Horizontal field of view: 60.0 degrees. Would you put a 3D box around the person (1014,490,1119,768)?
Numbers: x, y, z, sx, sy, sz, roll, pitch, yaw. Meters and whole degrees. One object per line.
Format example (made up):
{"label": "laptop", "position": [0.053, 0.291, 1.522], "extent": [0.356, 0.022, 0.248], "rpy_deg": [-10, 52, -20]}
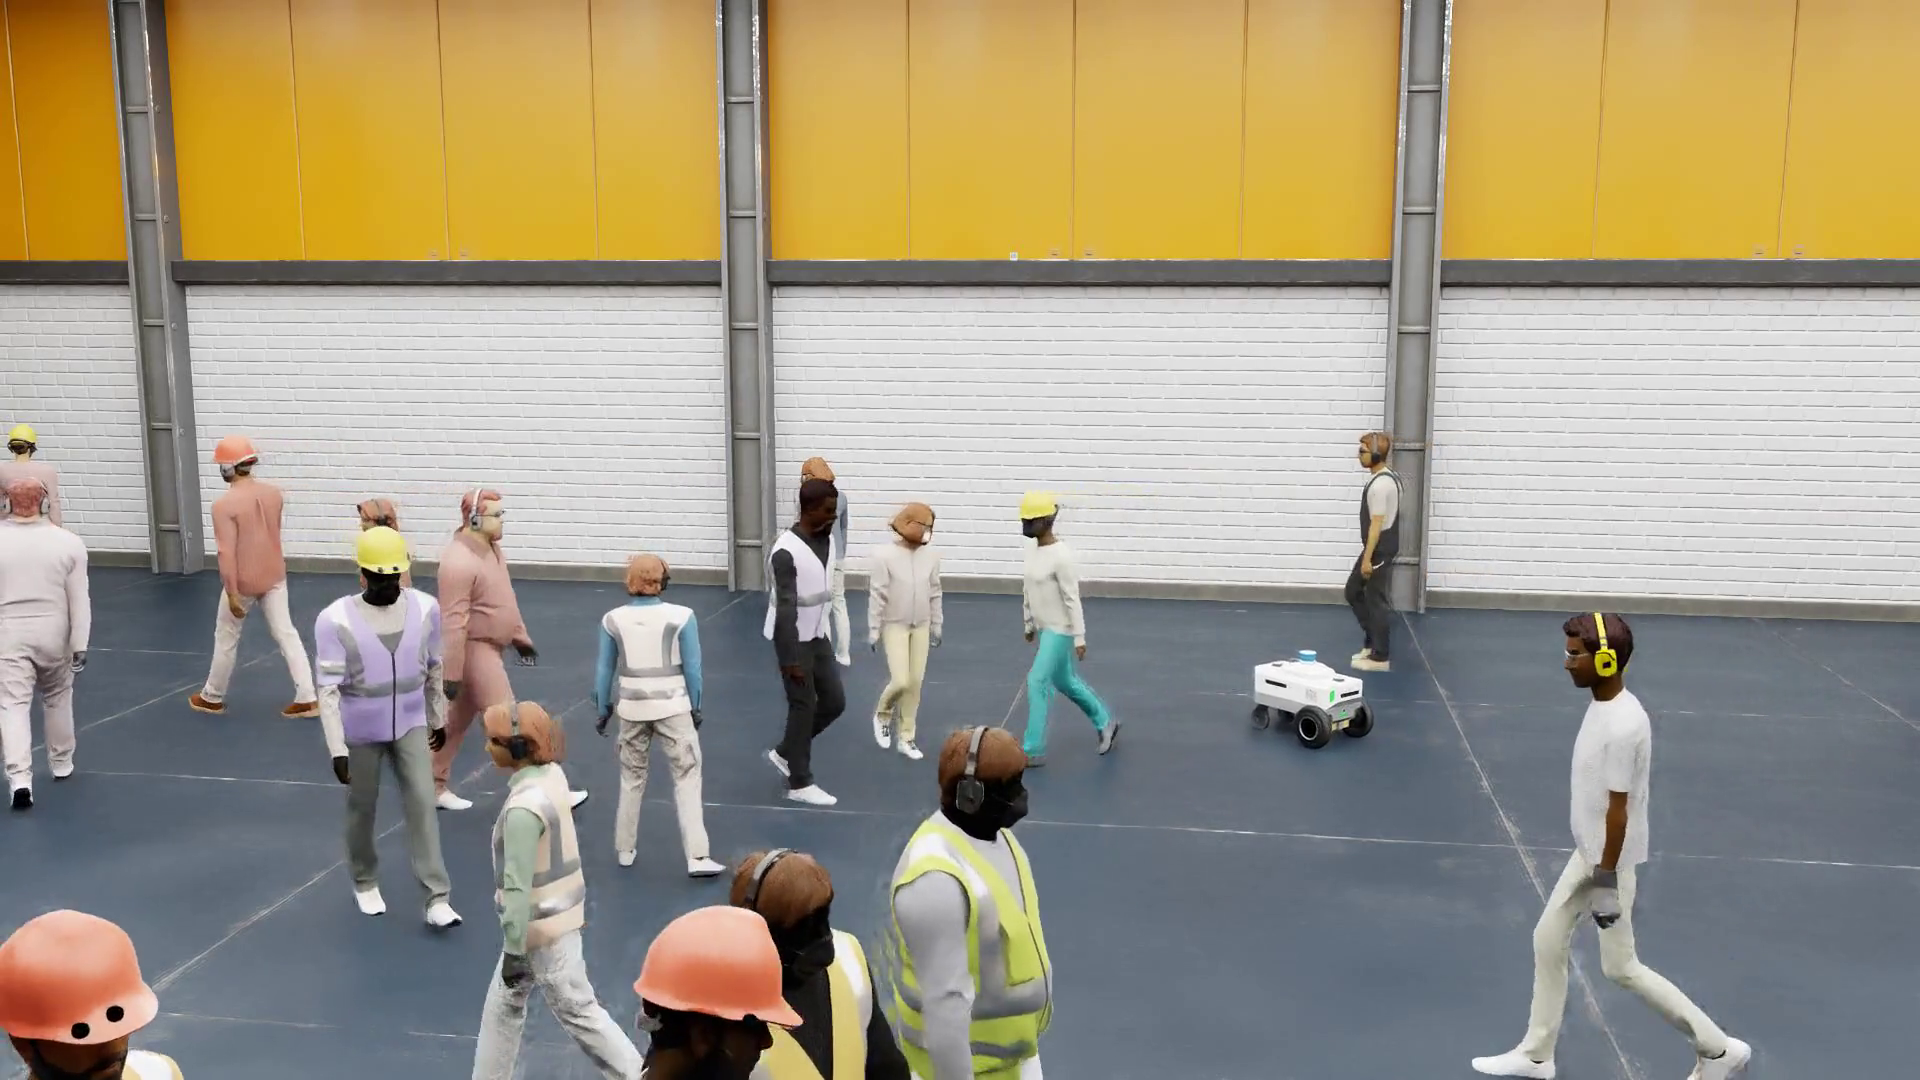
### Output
{"label": "person", "position": [0.634, 0.532, 10.221], "extent": [0.844, 1.718, 0.561], "rpy_deg": [-3, 10, -21]}

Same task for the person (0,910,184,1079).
{"label": "person", "position": [-1.563, 1.594, 3.027], "extent": [0.400, 1.922, 0.553], "rpy_deg": [5, 10, 26]}

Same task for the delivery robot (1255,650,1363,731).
{"label": "delivery robot", "position": [2.261, 0.963, 10.836], "extent": [0.477, 0.478, 0.707], "rpy_deg": [-7, 12, -37]}

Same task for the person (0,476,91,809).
{"label": "person", "position": [-5.341, 0.566, 9.564], "extent": [0.638, 1.863, 0.963], "rpy_deg": [-5, 10, -28]}

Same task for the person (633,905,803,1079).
{"label": "person", "position": [-0.446, 1.609, 3.003], "extent": [0.781, 1.894, 0.594], "rpy_deg": [4, 10, 22]}

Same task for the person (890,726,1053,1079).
{"label": "person", "position": [-0.042, 1.392, 4.624], "extent": [0.823, 1.815, 0.627], "rpy_deg": [4, 10, 22]}

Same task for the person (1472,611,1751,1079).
{"label": "person", "position": [2.415, 1.158, 6.052], "extent": [0.887, 1.828, 0.530], "rpy_deg": [2, 9, 12]}

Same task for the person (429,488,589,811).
{"label": "person", "position": [-2.598, 0.630, 9.203], "extent": [1.011, 1.852, 0.661], "rpy_deg": [-1, 9, -4]}

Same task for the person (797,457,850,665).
{"label": "person", "position": [-1.048, 0.177, 12.707], "extent": [0.309, 1.624, 0.492], "rpy_deg": [9, 13, 43]}

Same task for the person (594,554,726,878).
{"label": "person", "position": [-1.516, 0.887, 8.322], "extent": [0.683, 1.625, 0.424], "rpy_deg": [2, 9, 12]}

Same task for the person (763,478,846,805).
{"label": "person", "position": [-0.876, 0.578, 9.410], "extent": [0.449, 1.891, 0.603], "rpy_deg": [5, 10, 26]}

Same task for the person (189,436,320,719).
{"label": "person", "position": [-4.791, 0.258, 11.255], "extent": [1.049, 1.941, 0.624], "rpy_deg": [4, 10, 25]}

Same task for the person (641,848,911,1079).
{"label": "person", "position": [-0.406, 1.541, 3.793], "extent": [0.983, 1.787, 0.631], "rpy_deg": [6, 11, 33]}

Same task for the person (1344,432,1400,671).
{"label": "person", "position": [3.094, 0.092, 12.571], "extent": [0.438, 1.830, 0.550], "rpy_deg": [2, 9, 13]}

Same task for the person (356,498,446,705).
{"label": "person", "position": [-3.563, 0.520, 10.571], "extent": [0.521, 1.615, 0.665], "rpy_deg": [9, 13, 44]}

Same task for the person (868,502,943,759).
{"label": "person", "position": [-0.326, 0.561, 10.331], "extent": [0.528, 1.611, 0.369], "rpy_deg": [-6, 11, -33]}

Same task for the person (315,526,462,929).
{"label": "person", "position": [-2.603, 0.870, 7.612], "extent": [0.621, 1.876, 0.953], "rpy_deg": [-7, 12, -38]}

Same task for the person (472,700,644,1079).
{"label": "person", "position": [-1.406, 1.321, 5.738], "extent": [0.860, 1.593, 0.521], "rpy_deg": [-1, 9, -7]}

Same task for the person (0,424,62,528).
{"label": "person", "position": [-7.771, -0.083, 13.891], "extent": [0.522, 1.758, 0.349], "rpy_deg": [-2, 9, -10]}
